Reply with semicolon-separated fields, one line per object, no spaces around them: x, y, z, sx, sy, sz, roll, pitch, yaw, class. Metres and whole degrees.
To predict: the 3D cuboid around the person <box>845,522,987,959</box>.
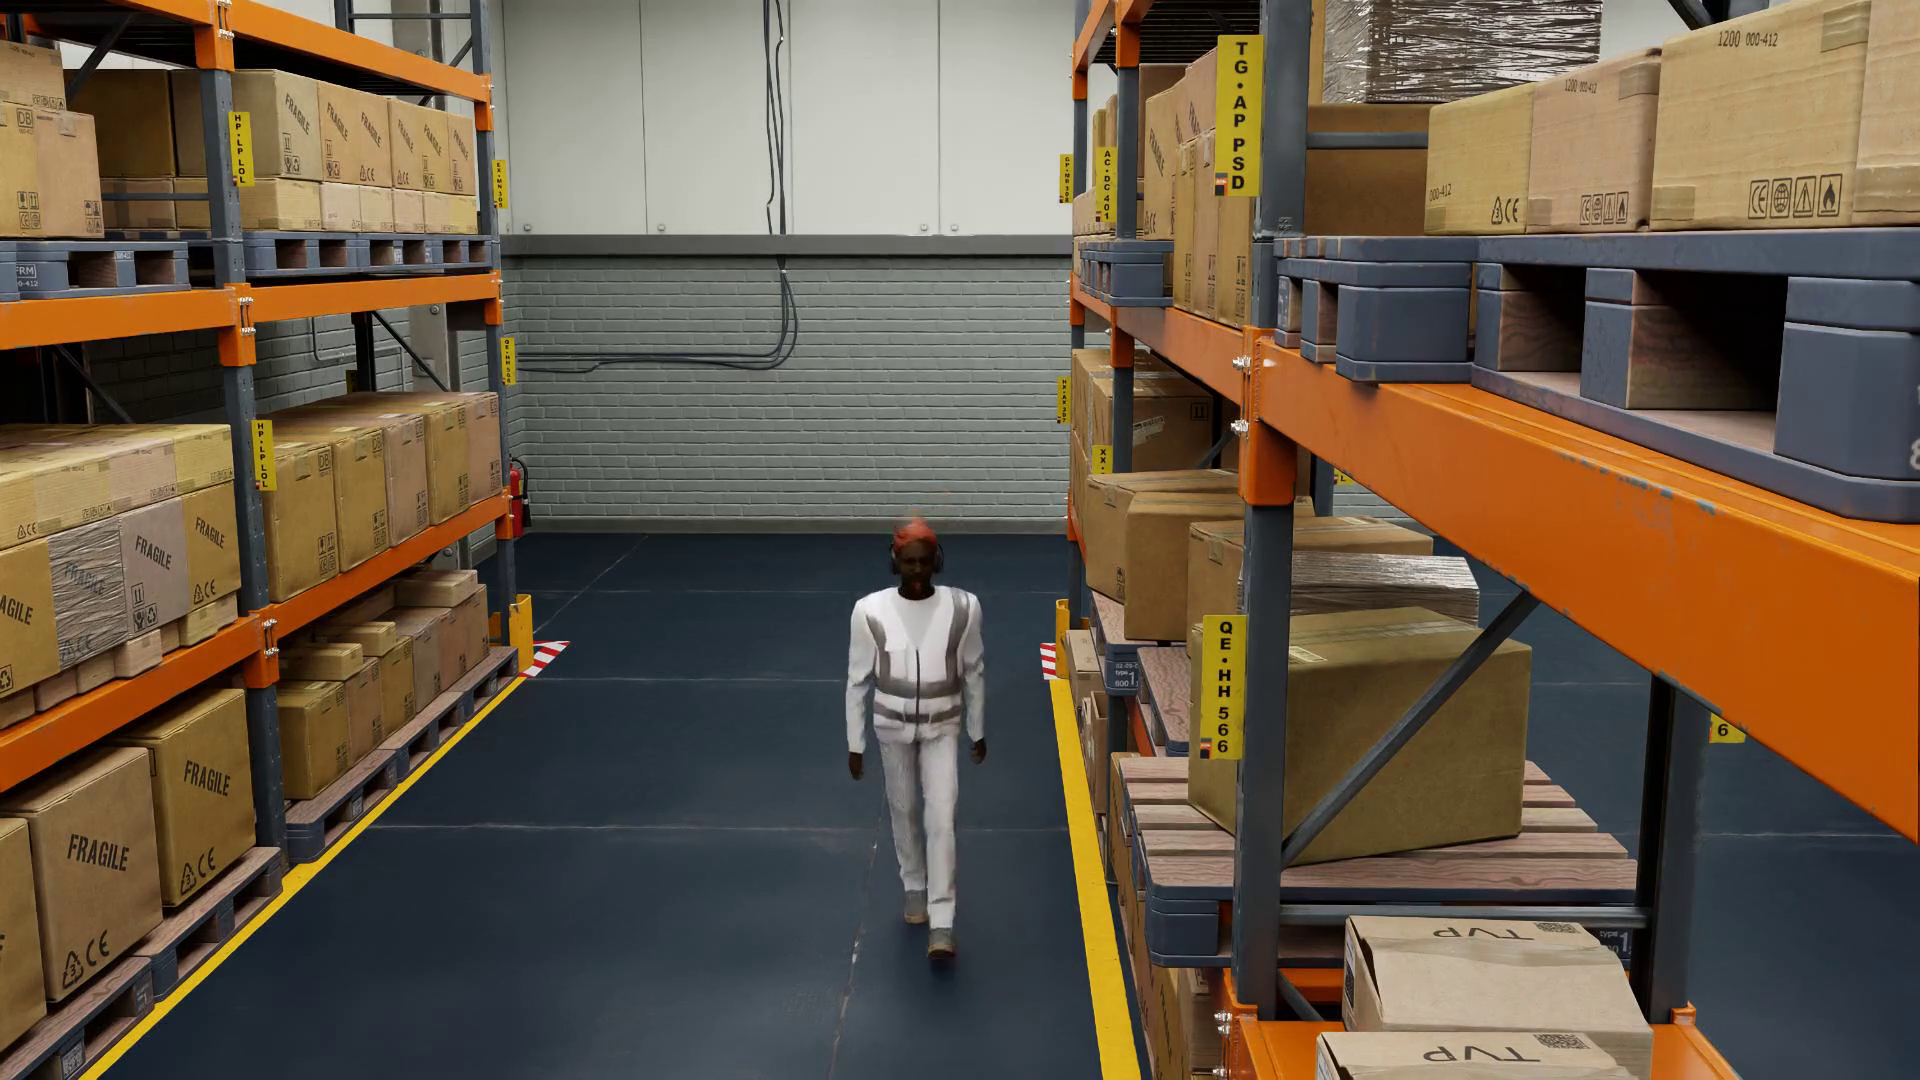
-0.187;0.858;7.131;0.608;1.839;0.953;0;10;-1;person
